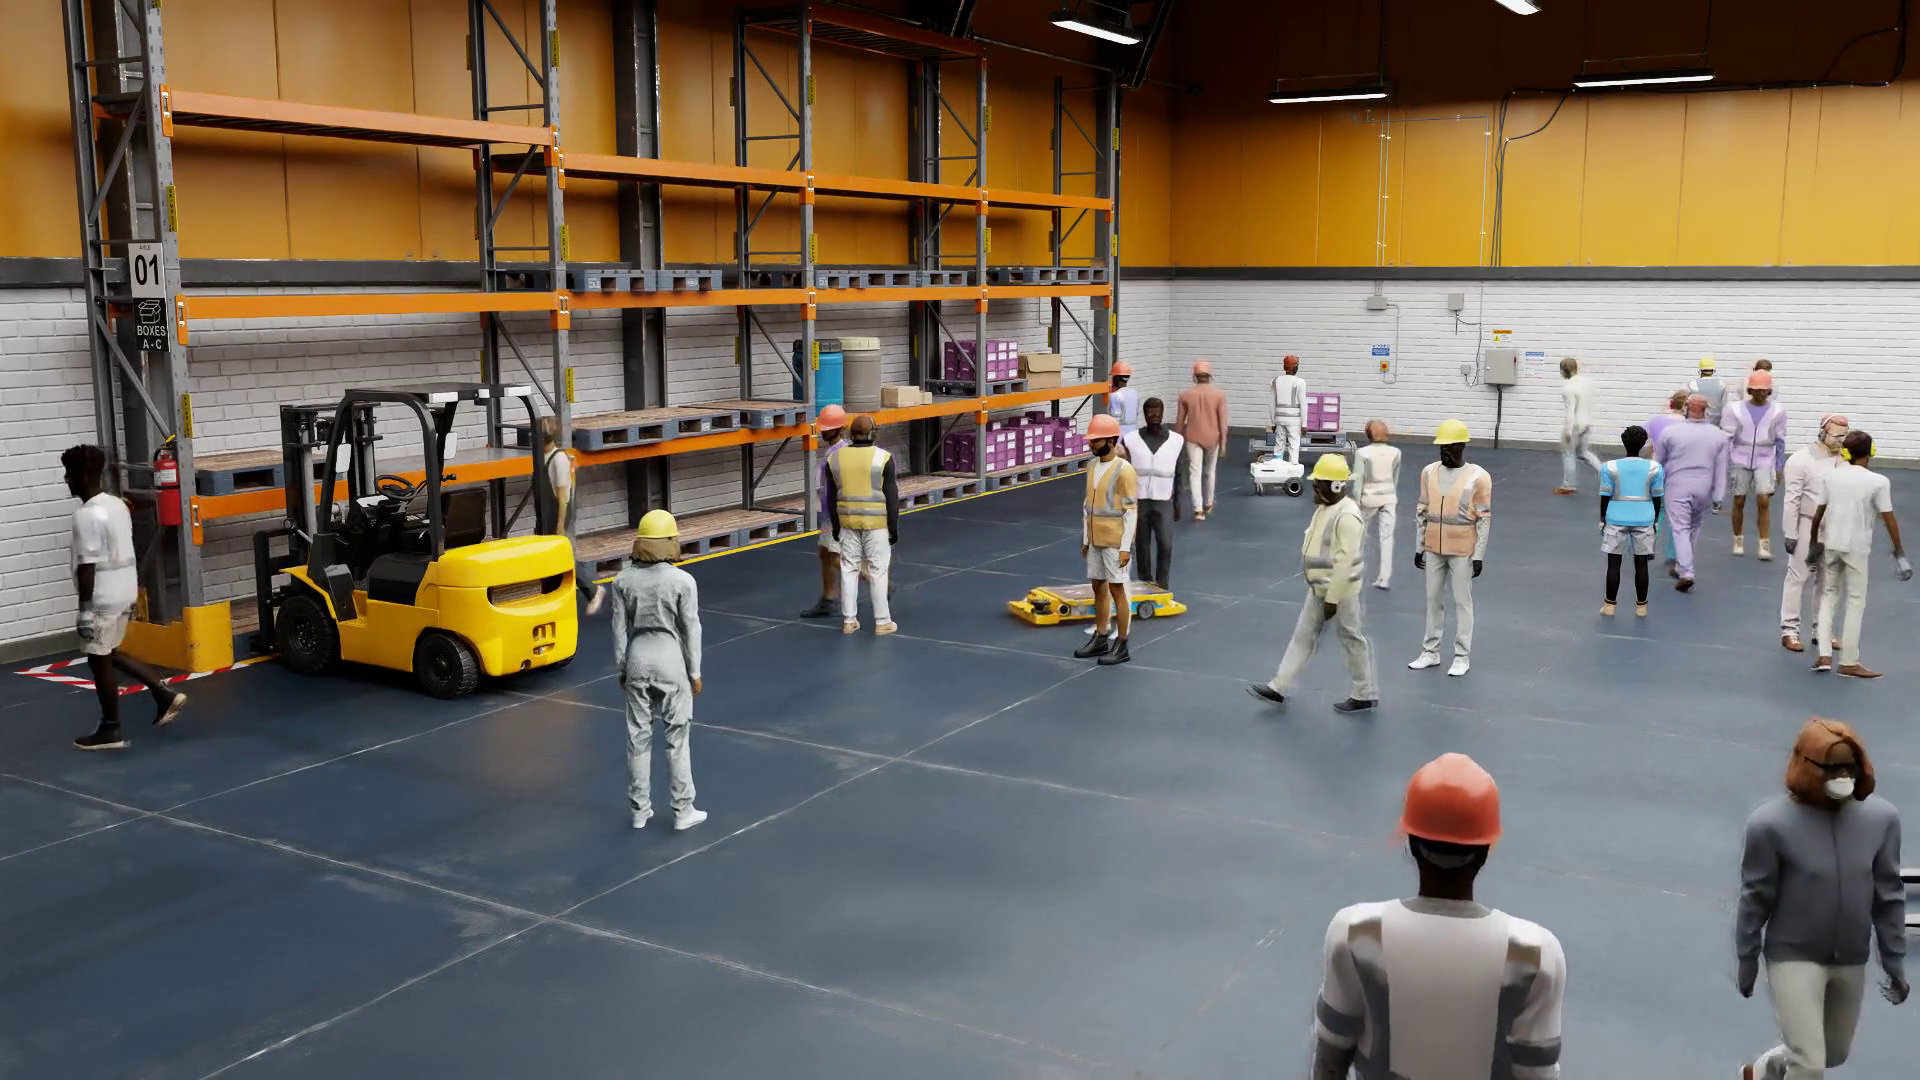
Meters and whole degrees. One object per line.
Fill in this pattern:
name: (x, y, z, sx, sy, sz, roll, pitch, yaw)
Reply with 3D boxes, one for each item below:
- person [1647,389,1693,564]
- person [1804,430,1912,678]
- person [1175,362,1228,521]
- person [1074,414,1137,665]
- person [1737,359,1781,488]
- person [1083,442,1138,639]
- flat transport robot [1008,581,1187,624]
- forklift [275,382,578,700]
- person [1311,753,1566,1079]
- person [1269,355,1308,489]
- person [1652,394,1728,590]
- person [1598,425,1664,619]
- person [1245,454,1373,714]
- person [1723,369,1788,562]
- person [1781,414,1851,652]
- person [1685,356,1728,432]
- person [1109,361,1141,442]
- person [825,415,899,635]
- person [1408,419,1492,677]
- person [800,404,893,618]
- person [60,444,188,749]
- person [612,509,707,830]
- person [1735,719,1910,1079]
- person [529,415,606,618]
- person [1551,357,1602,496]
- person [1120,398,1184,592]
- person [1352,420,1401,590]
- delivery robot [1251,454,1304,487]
person: (7.327, -0.637, 17.124, 0.570, 1.822, 0.477, 8, 12, 42)
person: (6.667, 0.120, 12.378, 0.424, 1.843, 0.711, -5, 11, -31)
person: (2.967, -1.220, 20.465, 0.637, 1.916, 1.138, 1, 9, 8)
person: (1.112, -0.004, 12.825, 0.374, 1.935, 0.552, -6, 11, -32)
person: (11.265, -1.630, 23.368, 0.840, 1.800, 0.617, -6, 11, -34)
person: (1.254, -0.005, 13.761, 0.309, 1.640, 0.521, -8, 12, -40)
flat transport robot: (1.208, 0.538, 14.622, 1.431, 0.197, 0.652, -3, 10, -19)
forklift: (-3.974, -0.067, 12.417, 2.313, 2.155, 1.214, 5, 11, 30)
person: (1.109, 1.445, 3.938, 0.559, 1.895, 0.976, 2, 9, 15)
person: (4.574, -1.624, 23.105, 0.583, 1.882, 0.350, 8, 12, 42)
person: (7.004, -0.466, 15.978, 0.632, 1.862, 1.003, 0, 9, 2)
person: (5.832, -0.152, 14.494, 0.535, 1.697, 0.318, 2, 9, 12)
person: (2.429, 0.315, 11.281, 0.898, 1.785, 0.621, -1, 9, -8)
person: (8.335, -0.787, 17.488, 0.627, 2.016, 0.712, 4, 10, 23)
person: (6.887, -0.056, 13.270, 0.642, 1.901, 0.399, -1, 9, -8)
person: (10.582, -1.690, 23.659, 0.591, 1.837, 0.403, 2, 9, 11)
person: (1.979, -1.231, 20.476, 0.361, 1.939, 0.542, 8, 12, 40)
person: (-0.793, -0.121, 13.873, 0.622, 1.838, 0.429, 3, 9, 16)
person: (3.676, 0.054, 12.495, 0.367, 1.927, 0.590, -9, 13, -43)
person: (-1.000, -0.236, 14.410, 0.706, 1.906, 0.538, -2, 9, -13)
person: (-5.338, 0.361, 10.519, 0.553, 1.952, 0.622, -1, 9, -8)
person: (-1.630, 0.702, 9.028, 0.490, 1.741, 0.322, 2, 9, 12)
person: (2.767, 1.347, 5.430, 0.501, 1.605, 0.728, -1, 9, -6)
person: (-3.415, -0.158, 14.145, 0.638, 1.821, 0.524, -8, 12, -40)
person: (8.363, -1.501, 22.292, 0.710, 1.899, 0.753, -9, 13, -44)
person: (1.714, -0.326, 14.940, 0.615, 1.894, 0.711, 1, 9, 4)
person: (3.969, -0.360, 16.059, 0.514, 1.597, 0.821, -2, 9, -11)
delivery robot: (4.305, -0.928, 22.598, 0.707, 0.478, 0.477, 2, 9, 9)
